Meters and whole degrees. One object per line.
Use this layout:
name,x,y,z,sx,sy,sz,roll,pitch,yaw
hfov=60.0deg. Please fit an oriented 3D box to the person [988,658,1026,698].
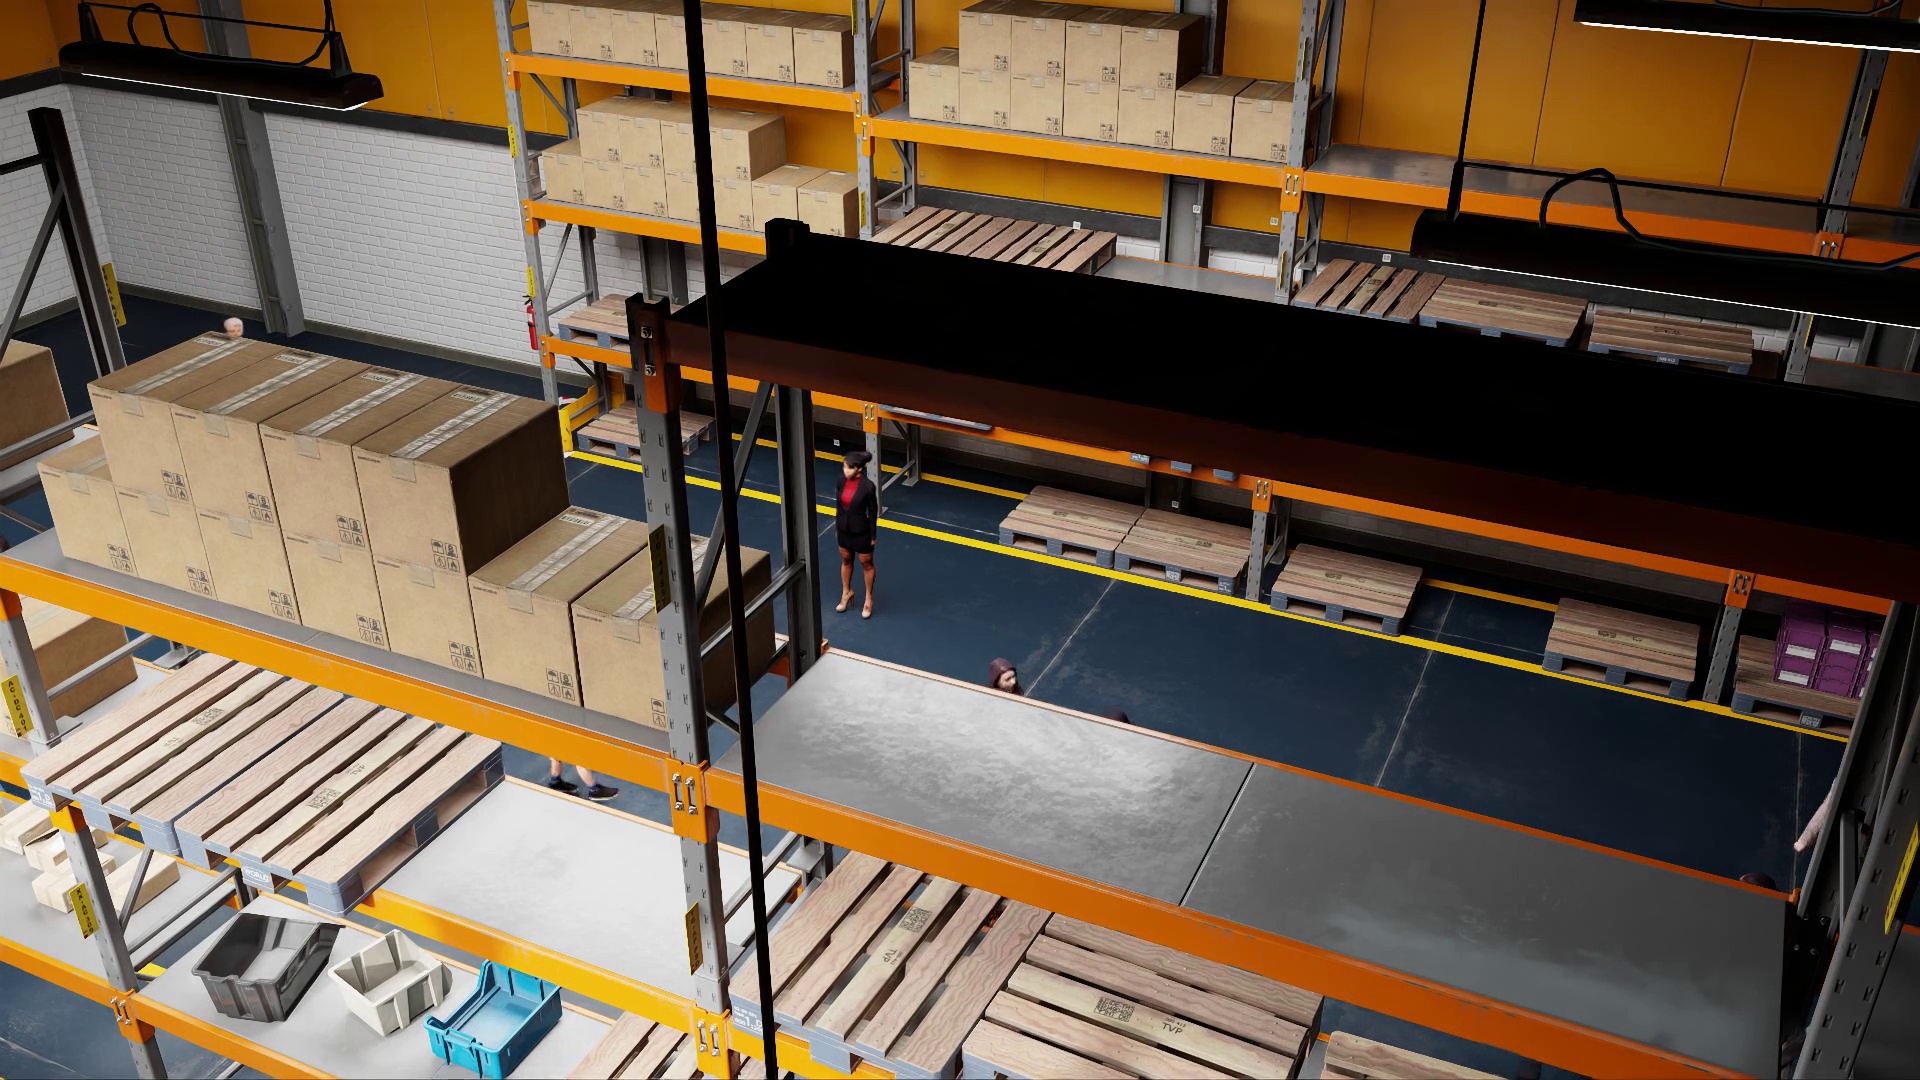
person,0.273,1.532,12.136,0.894,1.598,0.705,20,35,33

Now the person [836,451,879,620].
person,-0.941,-0.052,14.997,0.551,1.639,0.623,15,32,25
